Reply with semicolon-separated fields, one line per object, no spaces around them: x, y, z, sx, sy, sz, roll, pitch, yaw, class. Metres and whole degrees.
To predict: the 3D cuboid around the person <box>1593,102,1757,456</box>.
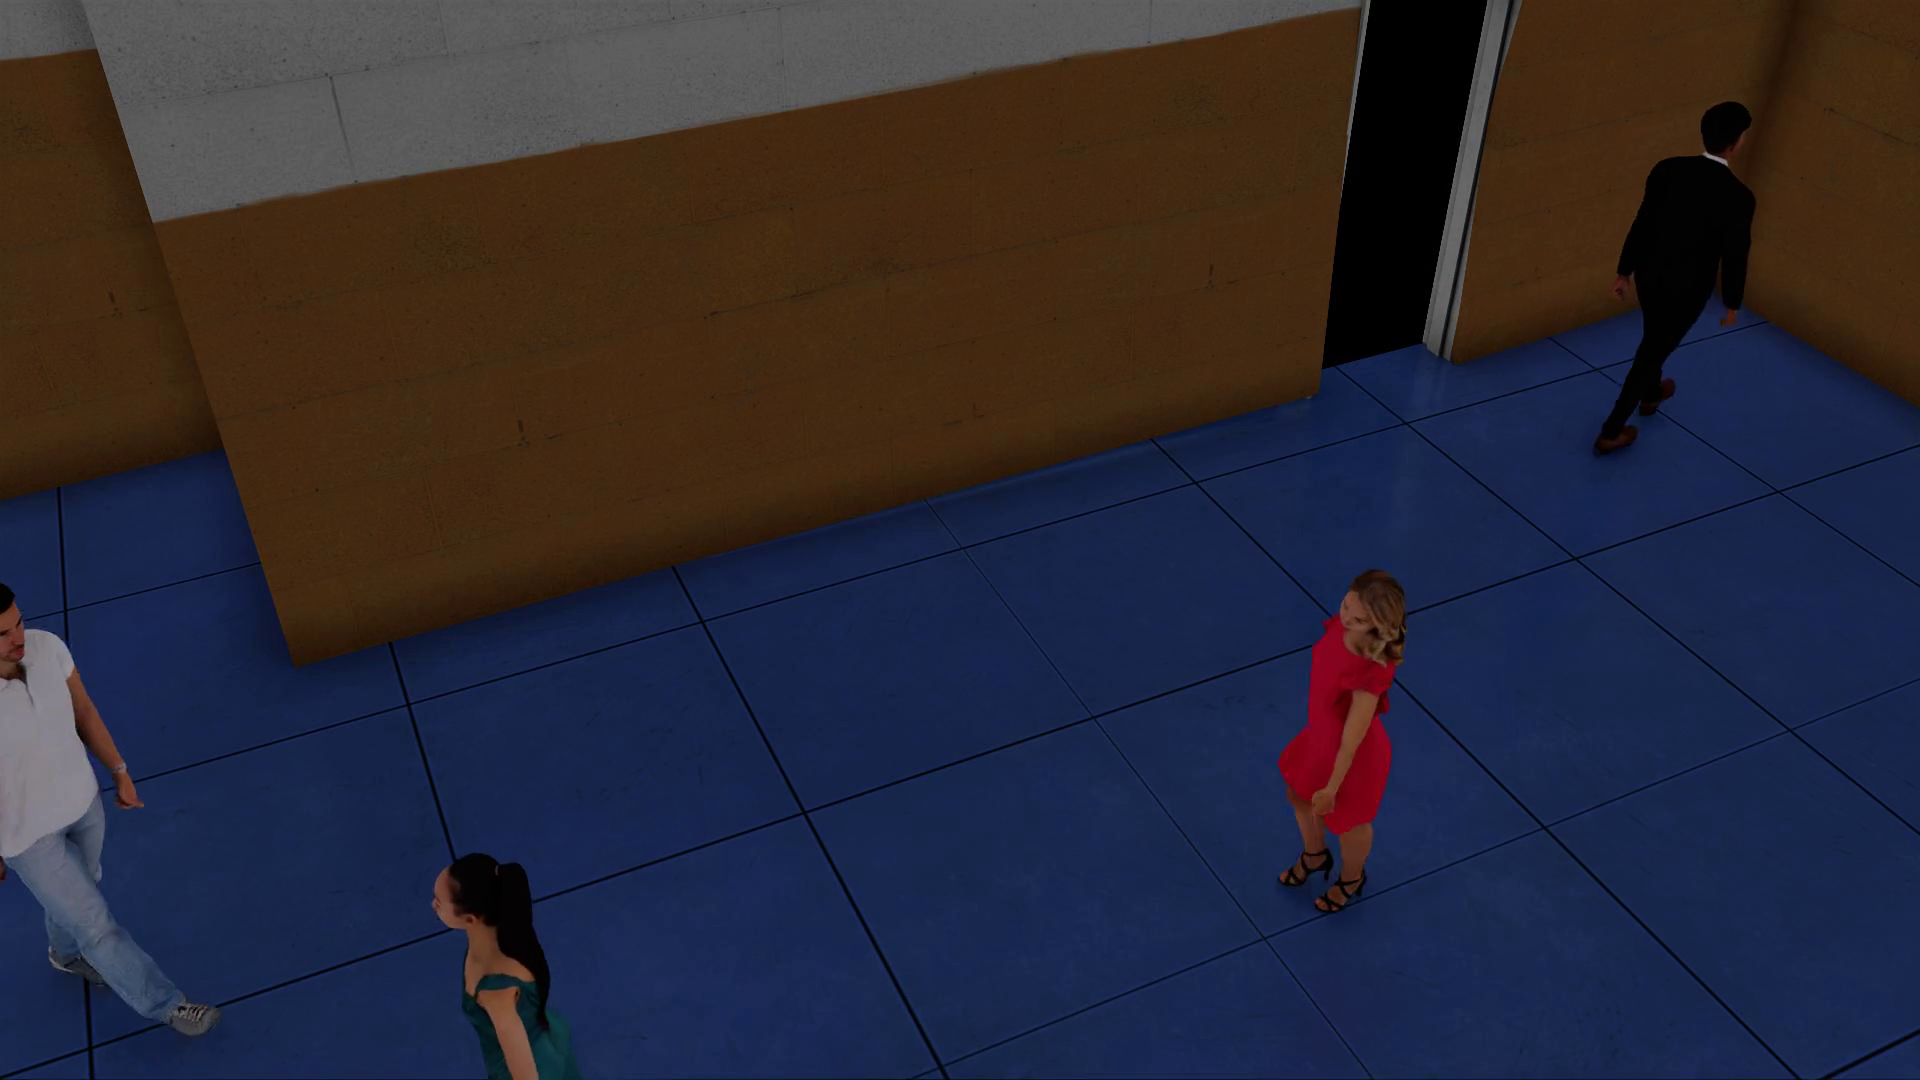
3.505;-1.248;8.318;0.938;1.852;1.023;-24;43;-29;person

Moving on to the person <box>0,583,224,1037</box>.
-3.096;0.907;5.542;1.169;1.738;1.124;12;39;16;person

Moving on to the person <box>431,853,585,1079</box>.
-1.165;1.511;4.803;0.808;1.659;0.919;-5;37;-7;person

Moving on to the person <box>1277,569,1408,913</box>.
1.388;0.722;5.825;0.770;1.694;0.667;4;37;5;person
